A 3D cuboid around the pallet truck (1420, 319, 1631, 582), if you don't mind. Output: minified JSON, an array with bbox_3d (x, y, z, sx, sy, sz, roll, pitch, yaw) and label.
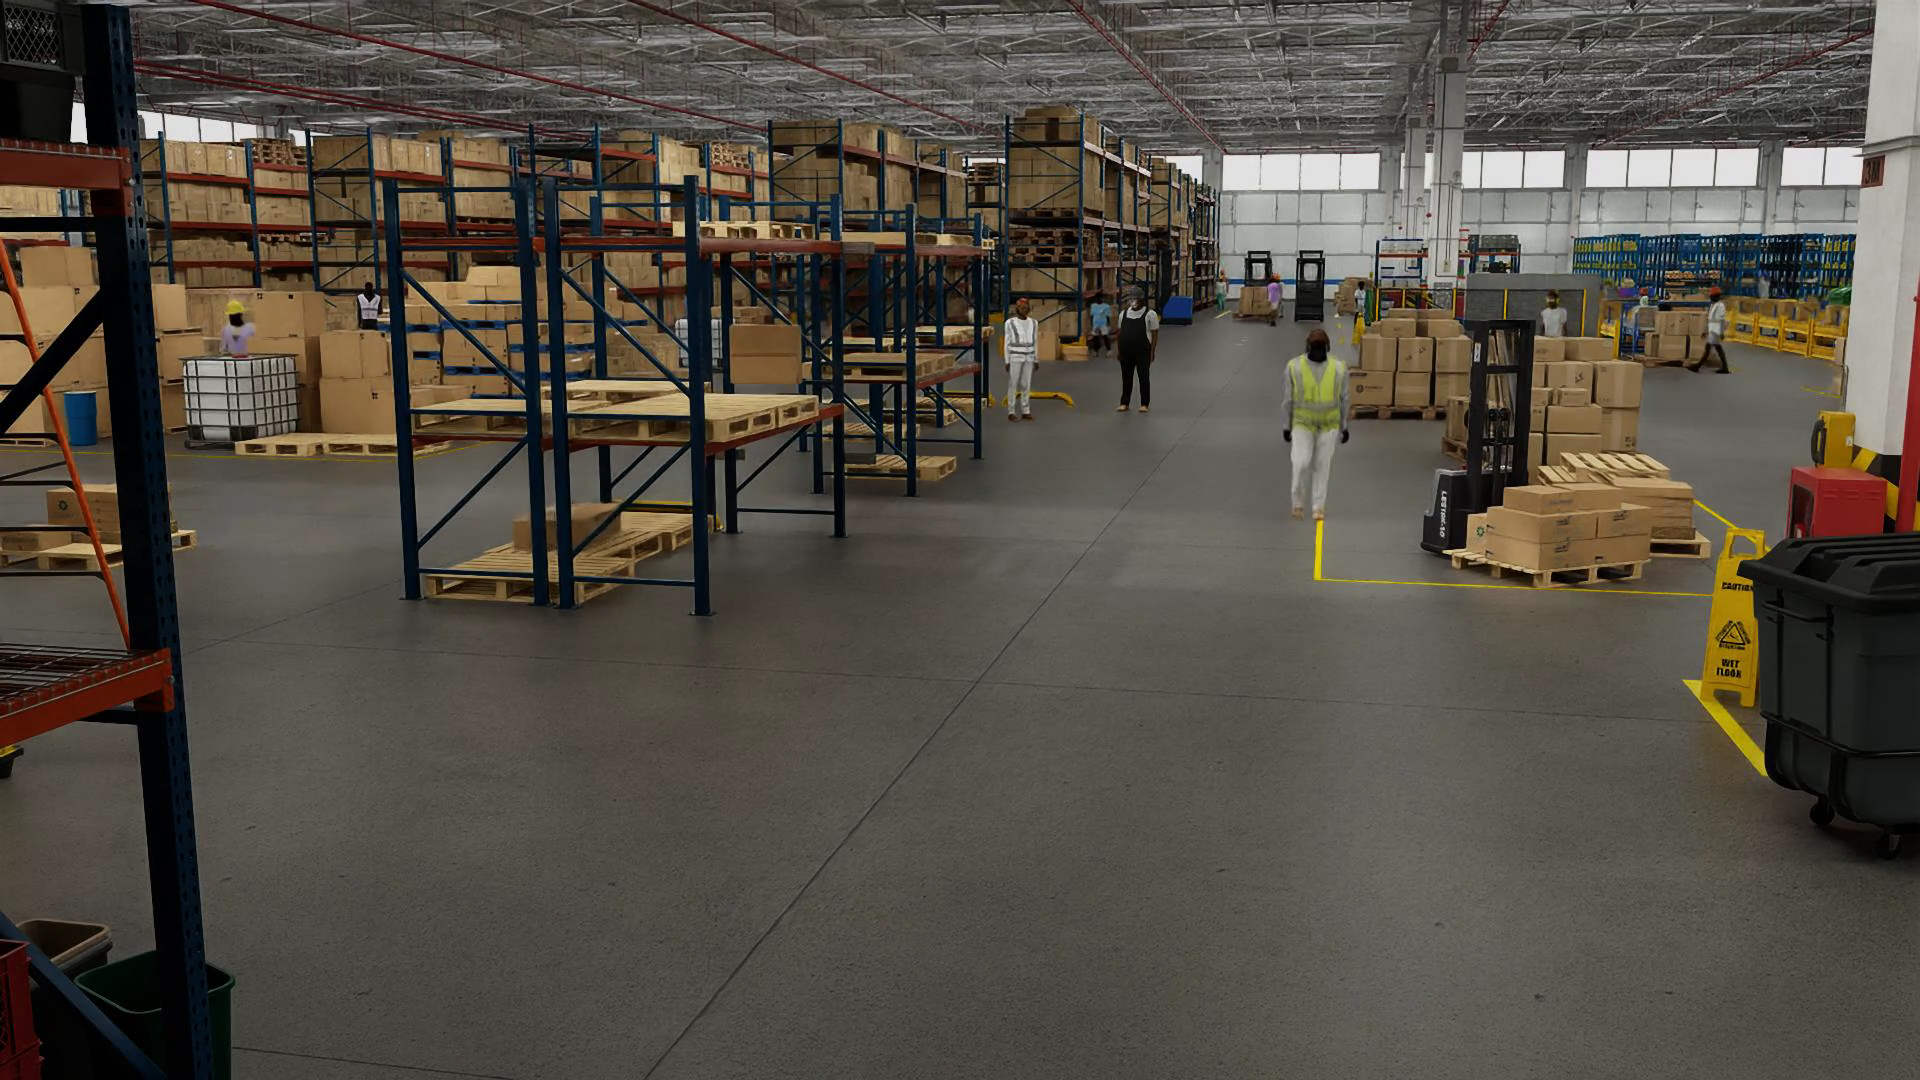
[{"bbox_3d":[4.543,-0.757,13.299,0.823,1.965,1.885,-4,10,-22],"label":"pallet truck"}]

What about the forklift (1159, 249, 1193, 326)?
[{"bbox_3d":[7.646,-9.320,61.395,1.873,2.768,1.129,2,10,11],"label":"forklift"}]

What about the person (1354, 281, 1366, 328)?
[{"bbox_3d":[14.362,-8.438,59.667,0.539,1.695,0.319,-8,12,-38],"label":"person"}]

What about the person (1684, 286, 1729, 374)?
[{"bbox_3d":[16.229,-4.529,35.959,1.008,1.879,0.563,1,10,5],"label":"person"}]

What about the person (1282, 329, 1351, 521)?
[{"bbox_3d":[3.365,-1.067,15.670,0.630,1.826,0.563,1,10,4],"label":"person"}]

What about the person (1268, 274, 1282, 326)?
[{"bbox_3d":[11.663,-8.835,61.372,0.599,1.918,0.550,-5,11,-27],"label":"person"}]

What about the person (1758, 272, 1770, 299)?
[{"bbox_3d":[34.450,-10.524,71.386,0.623,1.922,0.871,-4,10,-21],"label":"person"}]

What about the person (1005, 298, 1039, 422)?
[{"bbox_3d":[0.951,-2.731,25.395,0.600,1.883,0.428,-5,11,-28],"label":"person"}]

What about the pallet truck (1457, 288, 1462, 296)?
[{"bbox_3d":[20.506,-9.785,68.819,0.653,1.274,1.630,2,10,12],"label":"pallet truck"}]

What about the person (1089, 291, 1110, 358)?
[{"bbox_3d":[3.494,-5.412,41.819,0.552,1.677,0.381,6,11,33],"label":"person"}]

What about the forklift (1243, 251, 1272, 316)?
[{"bbox_3d":[12.439,-10.660,69.329,1.129,2.768,1.873,2,10,12],"label":"forklift"}]

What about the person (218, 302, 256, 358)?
[{"bbox_3d":[-10.275,-2.465,23.783,0.635,1.866,1.005,1,10,9],"label":"person"}]

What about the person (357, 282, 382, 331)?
[{"bbox_3d":[-14.748,-5.488,41.580,0.587,1.911,0.397,-4,11,-25],"label":"person"}]

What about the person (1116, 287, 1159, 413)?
[{"bbox_3d":[2.832,-3.077,26.909,0.688,2.000,0.536,5,11,27],"label":"person"}]

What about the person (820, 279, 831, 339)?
[{"bbox_3d":[-3.342,-5.502,41.489,0.852,1.965,0.614,-1,10,-3],"label":"person"}]

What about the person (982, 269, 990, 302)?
[{"bbox_3d":[1.431,-14.707,96.103,1.060,1.940,0.617,0,10,-2],"label":"person"}]

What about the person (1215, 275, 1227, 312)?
[{"bbox_3d":[12.167,-11.492,77.638,0.530,1.744,0.716,2,10,12],"label":"person"}]

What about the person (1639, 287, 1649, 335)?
[{"bbox_3d":[20.637,-6.820,50.268,0.280,1.636,0.501,6,11,31],"label":"person"}]

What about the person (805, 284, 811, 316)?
[{"bbox_3d":[-6.117,-9.416,65.710,0.658,1.612,0.504,4,11,24],"label":"person"}]

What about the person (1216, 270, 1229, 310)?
[{"bbox_3d":[12.741,-12.150,80.846,0.625,1.972,0.769,2,10,12],"label":"person"}]

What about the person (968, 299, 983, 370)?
[{"bbox_3d":[0.425,-4.577,36.999,0.560,1.619,0.540,-9,13,-42],"label":"person"}]

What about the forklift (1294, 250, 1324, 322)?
[{"bbox_3d":[13.778,-10.002,65.433,1.129,2.768,1.873,2,10,12],"label":"forklift"}]

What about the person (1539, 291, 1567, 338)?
[{"bbox_3d":[11.337,-3.825,31.869,0.562,1.857,0.413,9,13,44],"label":"person"}]

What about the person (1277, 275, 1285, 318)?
[{"bbox_3d":[13.443,-10.276,70.203,0.404,1.823,0.590,-7,12,-36],"label":"person"}]

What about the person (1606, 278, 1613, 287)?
[{"bbox_3d":[25.514,-9.474,65.676,0.668,1.749,0.530,1,10,4],"label":"person"}]

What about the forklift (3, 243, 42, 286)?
[{"bbox_3d":[-21.198,-5.331,37.776,1.873,2.768,1.129,2,10,12],"label":"forklift"}]
